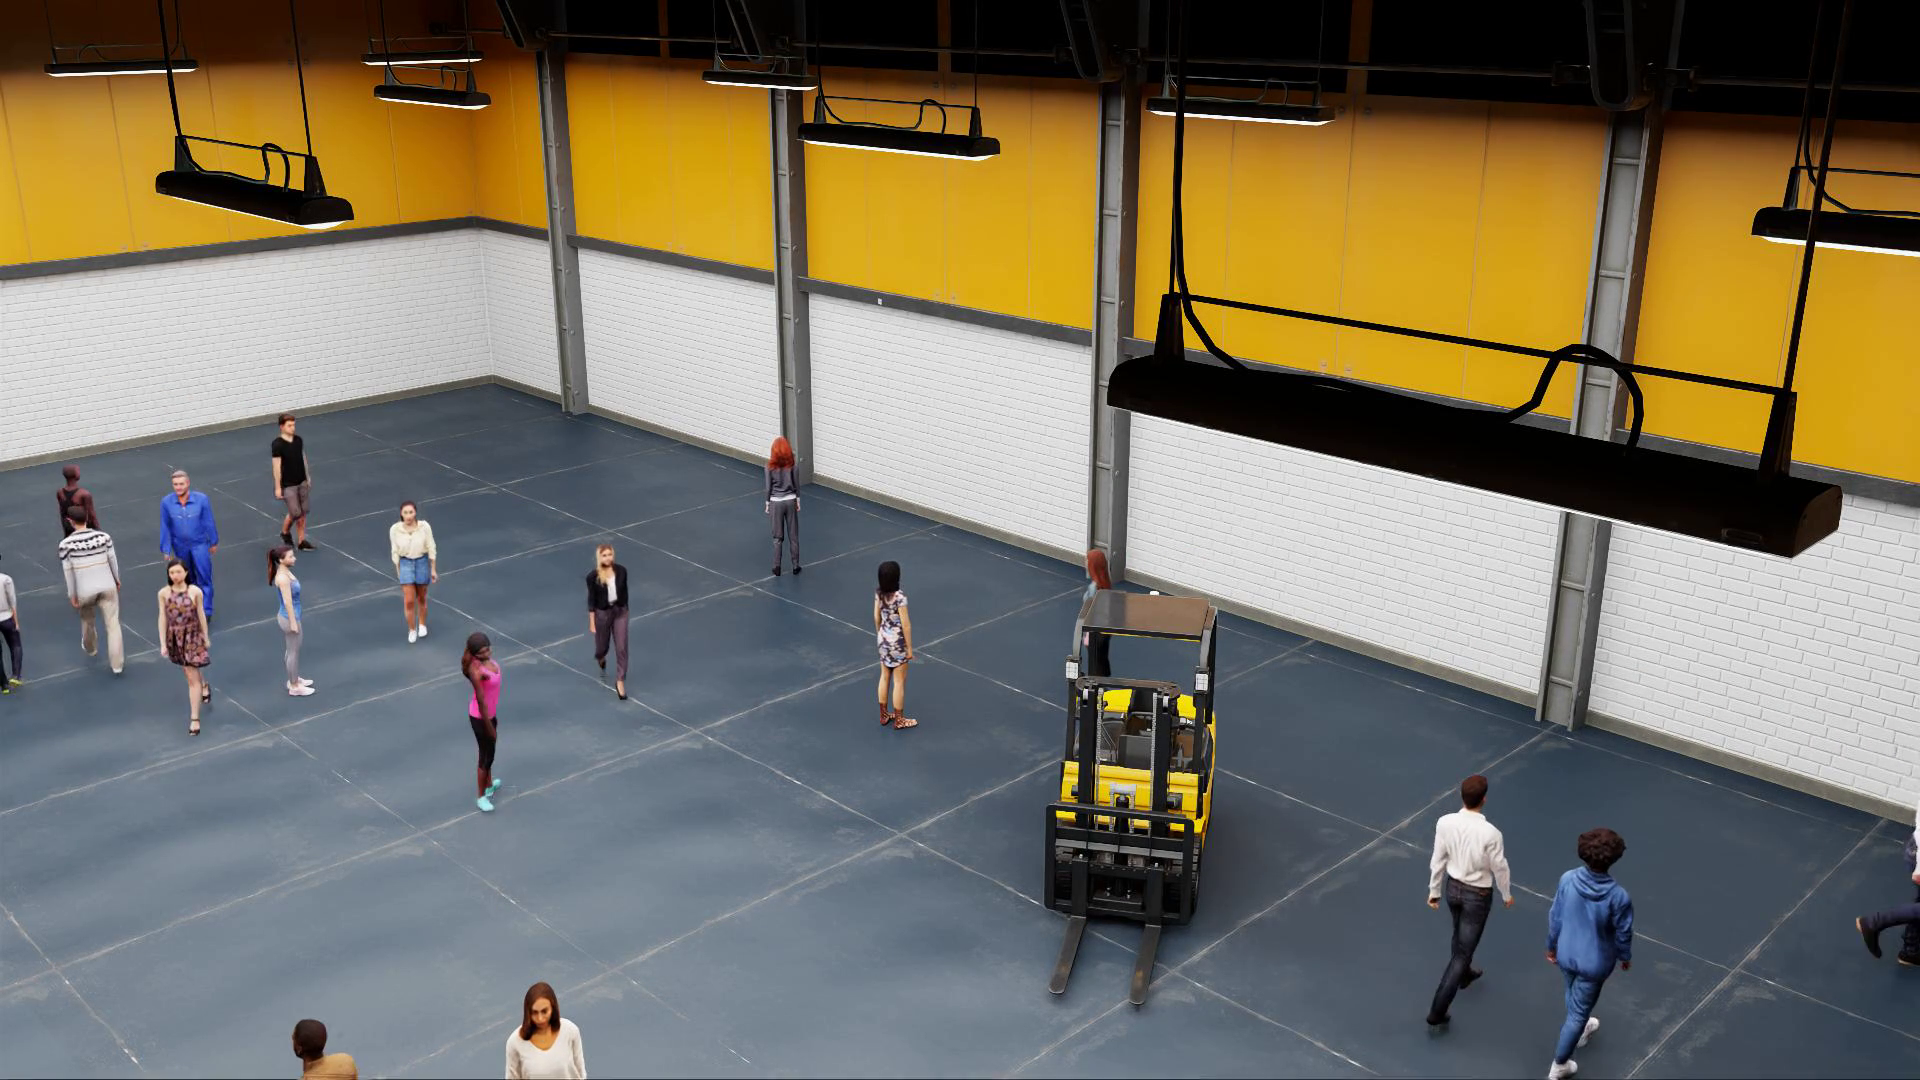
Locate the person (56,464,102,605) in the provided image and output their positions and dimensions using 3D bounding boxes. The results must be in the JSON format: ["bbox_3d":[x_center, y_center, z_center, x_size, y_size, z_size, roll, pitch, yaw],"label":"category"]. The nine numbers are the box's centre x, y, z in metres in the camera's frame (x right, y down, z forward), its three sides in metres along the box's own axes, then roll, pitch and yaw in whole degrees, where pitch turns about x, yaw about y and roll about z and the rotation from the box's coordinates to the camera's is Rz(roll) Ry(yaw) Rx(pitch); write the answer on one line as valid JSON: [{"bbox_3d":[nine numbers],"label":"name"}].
[{"bbox_3d":[-10.406,-0.029,19.567,0.838,1.751,0.888,2,19,5],"label":"person"}]

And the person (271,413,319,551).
[{"bbox_3d":[-8.696,-0.741,21.524,0.862,1.851,0.820,8,20,23],"label":"person"}]

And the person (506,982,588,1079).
[{"bbox_3d":[-2.399,3.318,9.736,0.696,1.682,0.684,-7,20,-20],"label":"person"}]

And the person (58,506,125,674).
[{"bbox_3d":[-9.179,0.569,17.702,0.861,1.809,1.239,-12,22,-32],"label":"person"}]

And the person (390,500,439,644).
[{"bbox_3d":[-6.139,0.317,18.756,0.800,1.613,0.868,-6,19,-17],"label":"person"}]

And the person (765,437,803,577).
[{"bbox_3d":[-2.199,-0.424,20.692,0.654,1.782,0.679,-3,19,-10],"label":"person"}]

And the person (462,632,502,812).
[{"bbox_3d":[-4.277,1.562,14.925,0.844,1.699,0.773,-5,19,-14],"label":"person"}]

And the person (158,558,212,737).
[{"bbox_3d":[-7.664,1.014,16.502,1.033,1.730,1.235,-4,19,-11],"label":"person"}]

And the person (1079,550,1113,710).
[{"bbox_3d":[1.397,0.923,16.751,0.632,1.743,0.641,10,21,27],"label":"person"}]

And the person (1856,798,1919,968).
[{"bbox_3d":[7.121,2.330,12.404,0.906,1.852,0.702,13,22,33],"label":"person"}]

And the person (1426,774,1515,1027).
[{"bbox_3d":[3.541,2.576,11.707,0.733,1.831,1.091,-17,25,-42],"label":"person"}]

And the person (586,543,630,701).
[{"bbox_3d":[-3.642,0.814,17.233,0.789,1.643,1.044,-10,21,-26],"label":"person"}]

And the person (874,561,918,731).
[{"bbox_3d":[-0.668,1.029,16.455,0.449,1.732,0.652,17,25,42],"label":"person"}]

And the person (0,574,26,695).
[{"bbox_3d":[-9.985,0.867,17.242,0.630,1.536,0.625,-10,21,-27],"label":"person"}]

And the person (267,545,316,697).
[{"bbox_3d":[-6.949,0.821,17.266,0.694,1.609,0.571,-8,20,-22],"label":"person"}]

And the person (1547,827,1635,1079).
[{"bbox_3d":[4.157,2.803,11.124,0.796,1.772,0.952,-15,24,-38],"label":"person"}]

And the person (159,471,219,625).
[{"bbox_3d":[-8.900,0.053,19.266,1.100,1.787,1.274,-5,19,-14],"label":"person"}]

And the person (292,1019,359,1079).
[{"bbox_3d":[-3.373,3.465,9.123,0.912,1.795,0.846,4,19,13],"label":"person"}]
